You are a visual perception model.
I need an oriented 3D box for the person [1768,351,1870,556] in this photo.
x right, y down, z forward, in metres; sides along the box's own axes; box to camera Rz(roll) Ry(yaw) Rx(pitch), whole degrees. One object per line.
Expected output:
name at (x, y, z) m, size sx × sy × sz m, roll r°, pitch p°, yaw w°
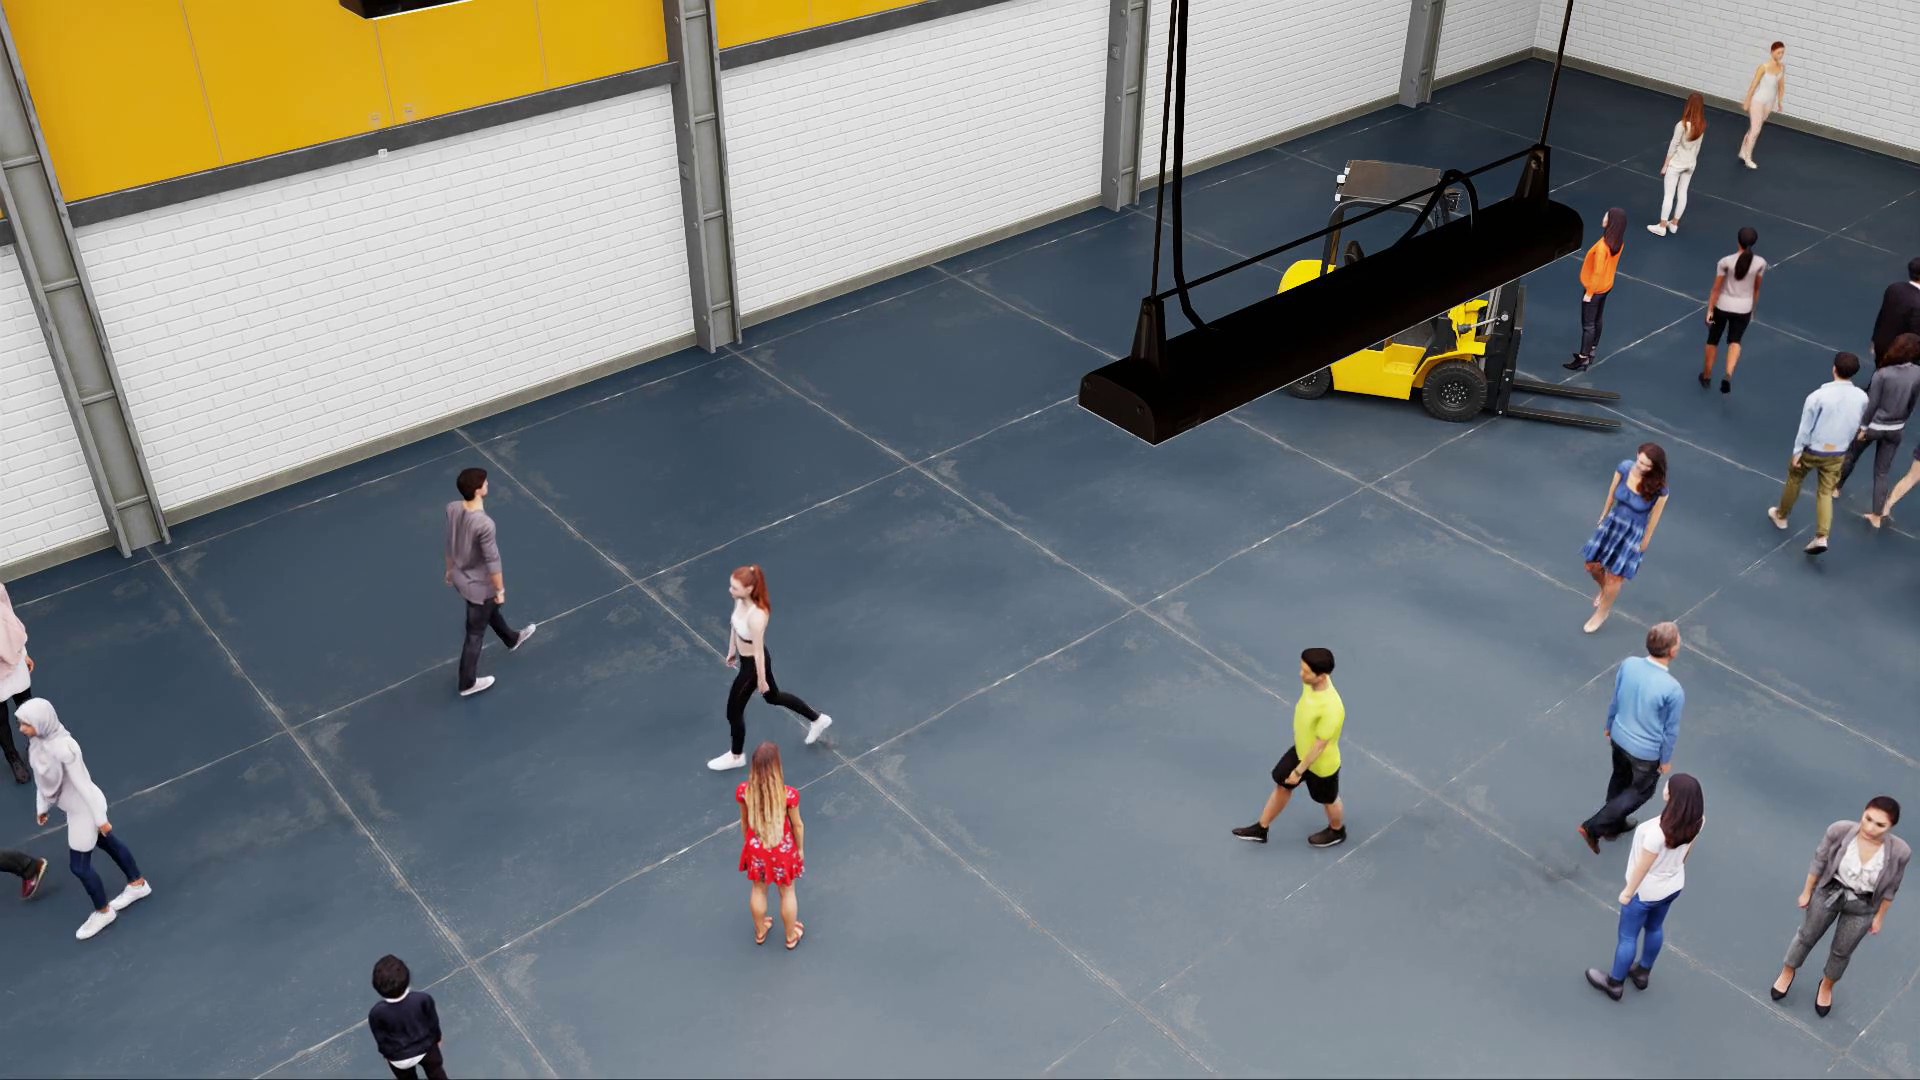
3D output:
person at (7.343, -0.705, 14.089) m, size 1.115 × 1.778 × 1.198 m, roll 4°, pitch 34°, yaw 6°

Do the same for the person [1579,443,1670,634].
person at (5.258, -0.024, 13.060) m, size 0.743 × 1.785 × 0.711 m, roll -19°, pitch 38°, yaw -26°

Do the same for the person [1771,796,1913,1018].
person at (5.254, 2.155, 9.879) m, size 0.694 × 1.677 × 0.682 m, roll 18°, pitch 38°, yaw 25°

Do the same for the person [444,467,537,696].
person at (-3.707, 0.338, 12.498) m, size 0.779 × 1.803 × 1.104 m, roll 26°, pitch 42°, yaw 34°

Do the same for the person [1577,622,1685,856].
person at (4.430, 1.343, 10.983) m, size 0.963 × 1.805 × 0.799 m, roll -16°, pitch 37°, yaw -22°

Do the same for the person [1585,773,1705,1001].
person at (4.162, 2.096, 9.964) m, size 0.524 × 1.680 × 0.697 m, roll -18°, pitch 38°, yaw -25°

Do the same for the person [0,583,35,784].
person at (-6.765, 0.886, 11.672) m, size 0.763 × 1.804 × 0.631 m, roll 20°, pitch 39°, yaw 28°

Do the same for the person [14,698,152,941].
person at (-5.485, 1.658, 10.552) m, size 0.764 × 1.759 × 0.637 m, roll -28°, pitch 43°, yaw -36°

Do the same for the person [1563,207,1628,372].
person at (6.483, -2.556, 16.901) m, size 0.723 × 1.748 × 0.554 m, roll 24°, pitch 40°, yaw 31°

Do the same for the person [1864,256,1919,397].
person at (8.725, -1.787, 15.629) m, size 0.860 × 1.875 × 0.832 m, roll -2°, pitch 34°, yaw -3°

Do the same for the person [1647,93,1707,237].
person at (8.602, -4.471, 19.816) m, size 0.589 × 1.711 × 0.712 m, roll -12°, pitch 35°, yaw -17°

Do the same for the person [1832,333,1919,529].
person at (8.064, -0.932, 14.470) m, size 1.047 × 1.736 × 1.118 m, roll 2°, pitch 34°, yaw 3°

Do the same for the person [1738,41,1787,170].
person at (10.472, -5.757, 21.829) m, size 0.803 × 1.623 × 0.787 m, roll -10°, pitch 35°, yaw -15°

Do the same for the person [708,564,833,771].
person at (-1.367, 0.881, 11.767) m, size 1.231 × 1.707 × 0.923 m, roll -9°, pitch 35°, yaw -13°

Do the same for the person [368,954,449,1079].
person at (-3.065, 2.816, 9.300) m, size 0.486 × 1.217 × 0.614 m, roll -13°, pitch 36°, yaw -18°

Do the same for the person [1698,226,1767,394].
person at (7.630, -2.221, 16.415) m, size 0.905 × 1.728 × 1.008 m, roll 7°, pitch 34°, yaw 11°

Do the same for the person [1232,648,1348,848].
person at (2.431, 1.407, 11.016) m, size 1.116 × 1.663 × 0.877 m, roll -9°, pitch 35°, yaw -14°

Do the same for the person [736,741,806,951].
person at (-1.180, 1.911, 10.323) m, size 0.668 × 1.591 × 0.725 m, roll 3°, pitch 34°, yaw 5°
